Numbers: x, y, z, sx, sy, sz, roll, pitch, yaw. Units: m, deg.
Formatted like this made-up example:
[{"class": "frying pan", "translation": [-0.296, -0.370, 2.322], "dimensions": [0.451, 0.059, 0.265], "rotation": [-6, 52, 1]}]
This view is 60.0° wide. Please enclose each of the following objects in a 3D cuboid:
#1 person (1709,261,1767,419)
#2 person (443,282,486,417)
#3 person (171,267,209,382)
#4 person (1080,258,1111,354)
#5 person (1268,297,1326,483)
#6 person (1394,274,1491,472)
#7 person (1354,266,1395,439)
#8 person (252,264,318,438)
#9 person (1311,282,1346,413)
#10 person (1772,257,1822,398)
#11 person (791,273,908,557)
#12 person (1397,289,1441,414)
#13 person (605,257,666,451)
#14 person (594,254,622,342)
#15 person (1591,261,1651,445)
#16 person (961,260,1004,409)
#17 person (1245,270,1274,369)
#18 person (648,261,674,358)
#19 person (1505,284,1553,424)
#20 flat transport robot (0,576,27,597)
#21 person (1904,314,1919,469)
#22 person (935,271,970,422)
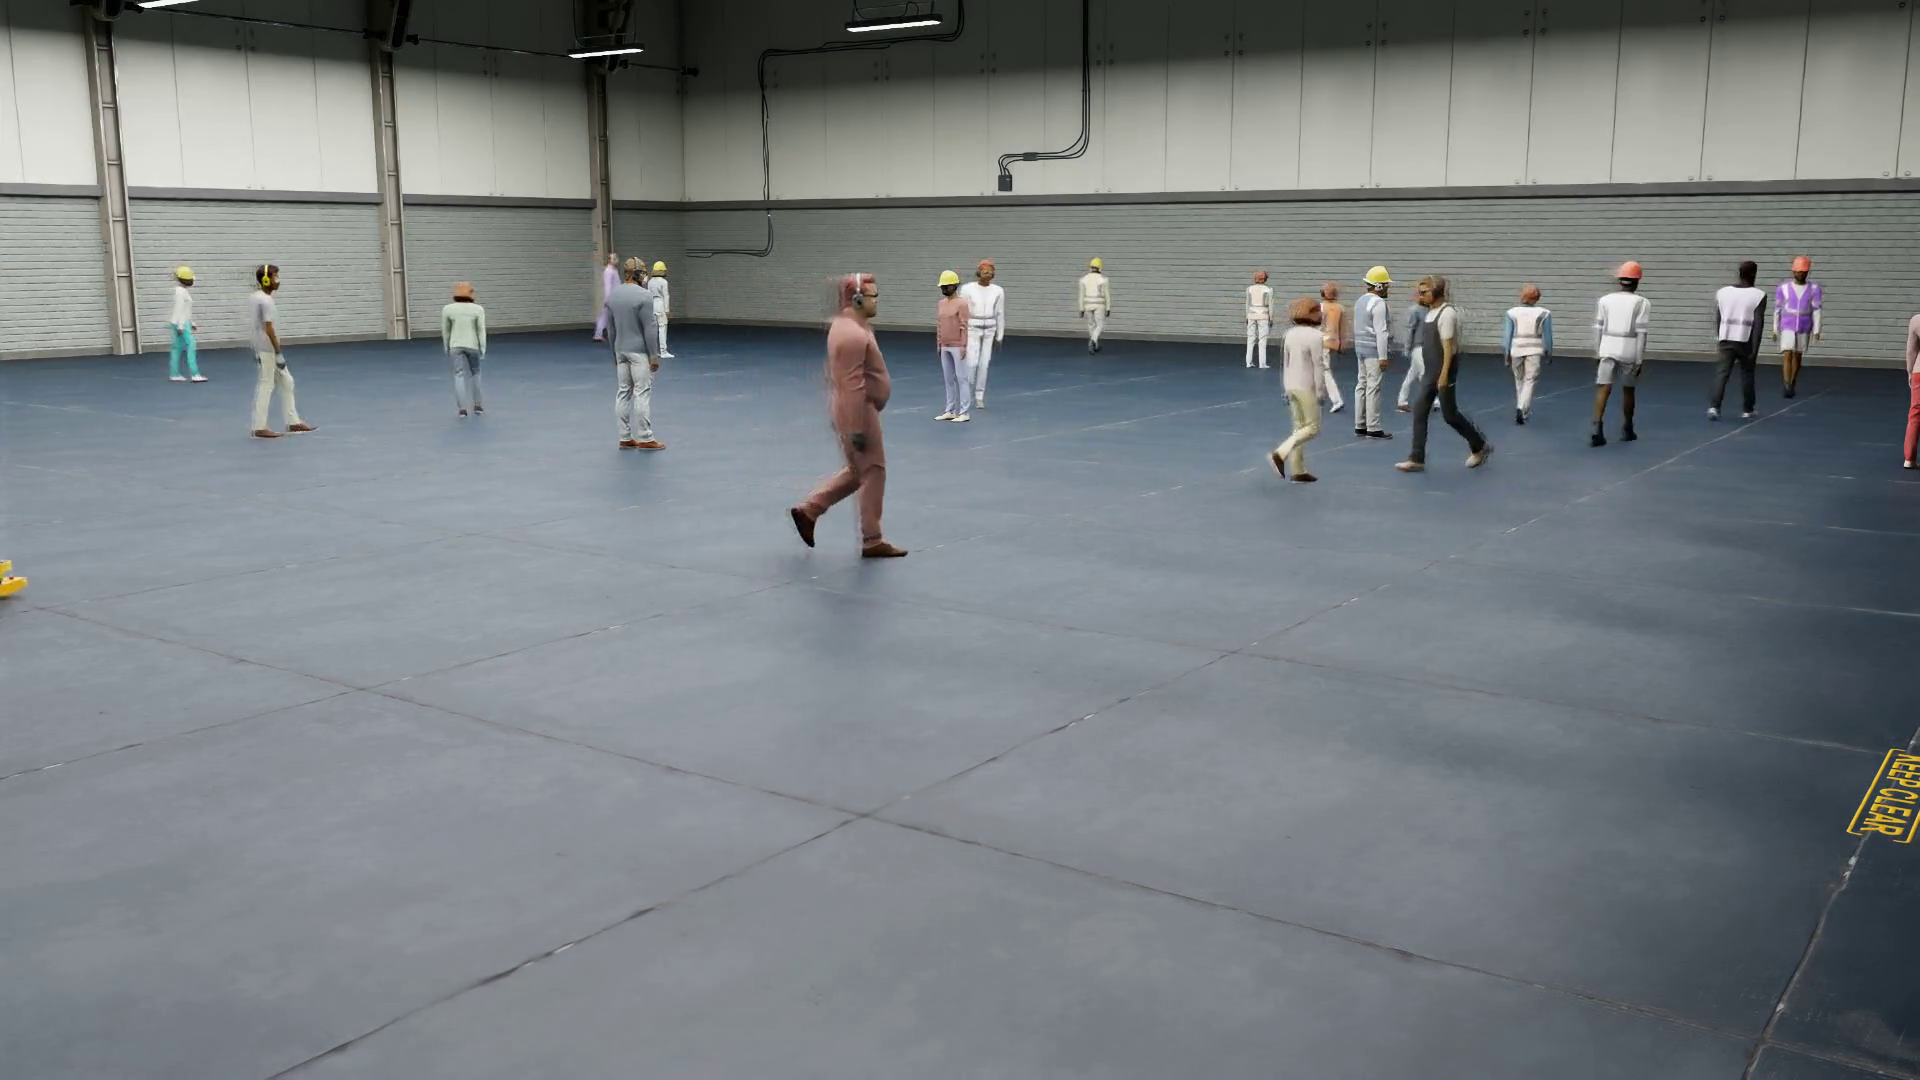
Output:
[{"class": "person", "translation": [9.208, -2.360, 19.689], "dimensions": [0.592, 1.877, 0.963], "rotation": [10, 14, 44]}, {"class": "person", "translation": [-5.984, -2.310, 20.130], "dimensions": [0.520, 1.602, 0.725], "rotation": [-2, 10, -9]}, {"class": "person", "translation": [-11.597, -3.211, 24.896], "dimensions": [0.607, 1.724, 0.644], "rotation": [-4, 11, -22]}, {"class": "person", "translation": [2.528, -4.386, 31.203], "dimensions": [0.612, 1.811, 0.756], "rotation": [6, 12, 29]}, {"class": "person", "translation": [2.896, -1.275, 14.282], "dimensions": [0.497, 1.617, 0.516], "rotation": [-4, 11, -22]}, {"class": "person", "translation": [4.441, -1.514, 15.153], "dimensions": [0.892, 1.800, 0.565], "rotation": [-2, 10, -12]}, {"class": "person", "translation": [4.414, -1.989, 17.715], "dimensions": [0.403, 1.833, 0.586], "rotation": [-2, 10, -12]}, {"class": "person", "translation": [-7.265, -2.015, 17.848], "dimensions": [0.763, 1.837, 0.571], "rotation": [-5, 11, -25]}, {"class": "person", "translation": [4.538, -2.378, 20.540], "dimensions": [0.520, 1.603, 0.828], "rotation": [-6, 12, -29]}, {"class": "person", "translation": [11.322, -2.867, 22.492], "dimensions": [0.563, 1.885, 0.987], "rotation": [4, 11, 21]}, {"class": "person", "translation": [-0.728, -0.809, 10.948], "dimensions": [0.687, 1.882, 0.654], "rotation": [-2, 10, -10]}, {"class": "person", "translation": [5.687, -2.315, 20.204], "dimensions": [0.831, 1.583, 0.492], "rotation": [10, 14, 44]}, {"class": "person", "translation": [-3.261, -1.853, 16.670], "dimensions": [0.627, 1.935, 0.372], "rotation": [7, 12, 35]}, {"class": "person", "translation": [-7.214, -5.049, 34.796], "dimensions": [1.031, 1.856, 0.644], "rotation": [-2, 10, -11]}, {"class": "person", "translation": [6.826, -1.934, 17.233], "dimensions": [0.550, 1.900, 0.959], "rotation": [7, 13, 36]}, {"class": "person", "translation": [0.274, -2.576, 20.890], "dimensions": [0.601, 1.866, 0.428], "rotation": [-3, 11, -17]}, {"class": "person", "translation": [4.977, -3.664, 27.666], "dimensions": [0.508, 1.629, 0.314], "rotation": [7, 12, 34]}, {"class": "person", "translation": [-5.472, -4.198, 30.333], "dimensions": [0.487, 1.743, 0.315], "rotation": [7, 13, 36]}, {"class": "person", "translation": [6.562, -2.151, 19.251], "dimensions": [0.525, 1.608, 0.779], "rotation": [6, 12, 31]}, {"class": "flat transport robot", "translation": [-5.892, 0.311, 9.203], "dimensions": [0.652, 0.197, 1.431], "rotation": [0, 10, 1]}, {"class": "person", "translation": [8.905, -1.503, 15.180], "dimensions": [0.309, 1.769, 0.525], "rotation": [-7, 12, -33]}, {"class": "person", "translation": [-0.102, -2.251, 19.395], "dimensions": [0.336, 1.761, 0.524], "rotation": [-8, 13, -39]}]
